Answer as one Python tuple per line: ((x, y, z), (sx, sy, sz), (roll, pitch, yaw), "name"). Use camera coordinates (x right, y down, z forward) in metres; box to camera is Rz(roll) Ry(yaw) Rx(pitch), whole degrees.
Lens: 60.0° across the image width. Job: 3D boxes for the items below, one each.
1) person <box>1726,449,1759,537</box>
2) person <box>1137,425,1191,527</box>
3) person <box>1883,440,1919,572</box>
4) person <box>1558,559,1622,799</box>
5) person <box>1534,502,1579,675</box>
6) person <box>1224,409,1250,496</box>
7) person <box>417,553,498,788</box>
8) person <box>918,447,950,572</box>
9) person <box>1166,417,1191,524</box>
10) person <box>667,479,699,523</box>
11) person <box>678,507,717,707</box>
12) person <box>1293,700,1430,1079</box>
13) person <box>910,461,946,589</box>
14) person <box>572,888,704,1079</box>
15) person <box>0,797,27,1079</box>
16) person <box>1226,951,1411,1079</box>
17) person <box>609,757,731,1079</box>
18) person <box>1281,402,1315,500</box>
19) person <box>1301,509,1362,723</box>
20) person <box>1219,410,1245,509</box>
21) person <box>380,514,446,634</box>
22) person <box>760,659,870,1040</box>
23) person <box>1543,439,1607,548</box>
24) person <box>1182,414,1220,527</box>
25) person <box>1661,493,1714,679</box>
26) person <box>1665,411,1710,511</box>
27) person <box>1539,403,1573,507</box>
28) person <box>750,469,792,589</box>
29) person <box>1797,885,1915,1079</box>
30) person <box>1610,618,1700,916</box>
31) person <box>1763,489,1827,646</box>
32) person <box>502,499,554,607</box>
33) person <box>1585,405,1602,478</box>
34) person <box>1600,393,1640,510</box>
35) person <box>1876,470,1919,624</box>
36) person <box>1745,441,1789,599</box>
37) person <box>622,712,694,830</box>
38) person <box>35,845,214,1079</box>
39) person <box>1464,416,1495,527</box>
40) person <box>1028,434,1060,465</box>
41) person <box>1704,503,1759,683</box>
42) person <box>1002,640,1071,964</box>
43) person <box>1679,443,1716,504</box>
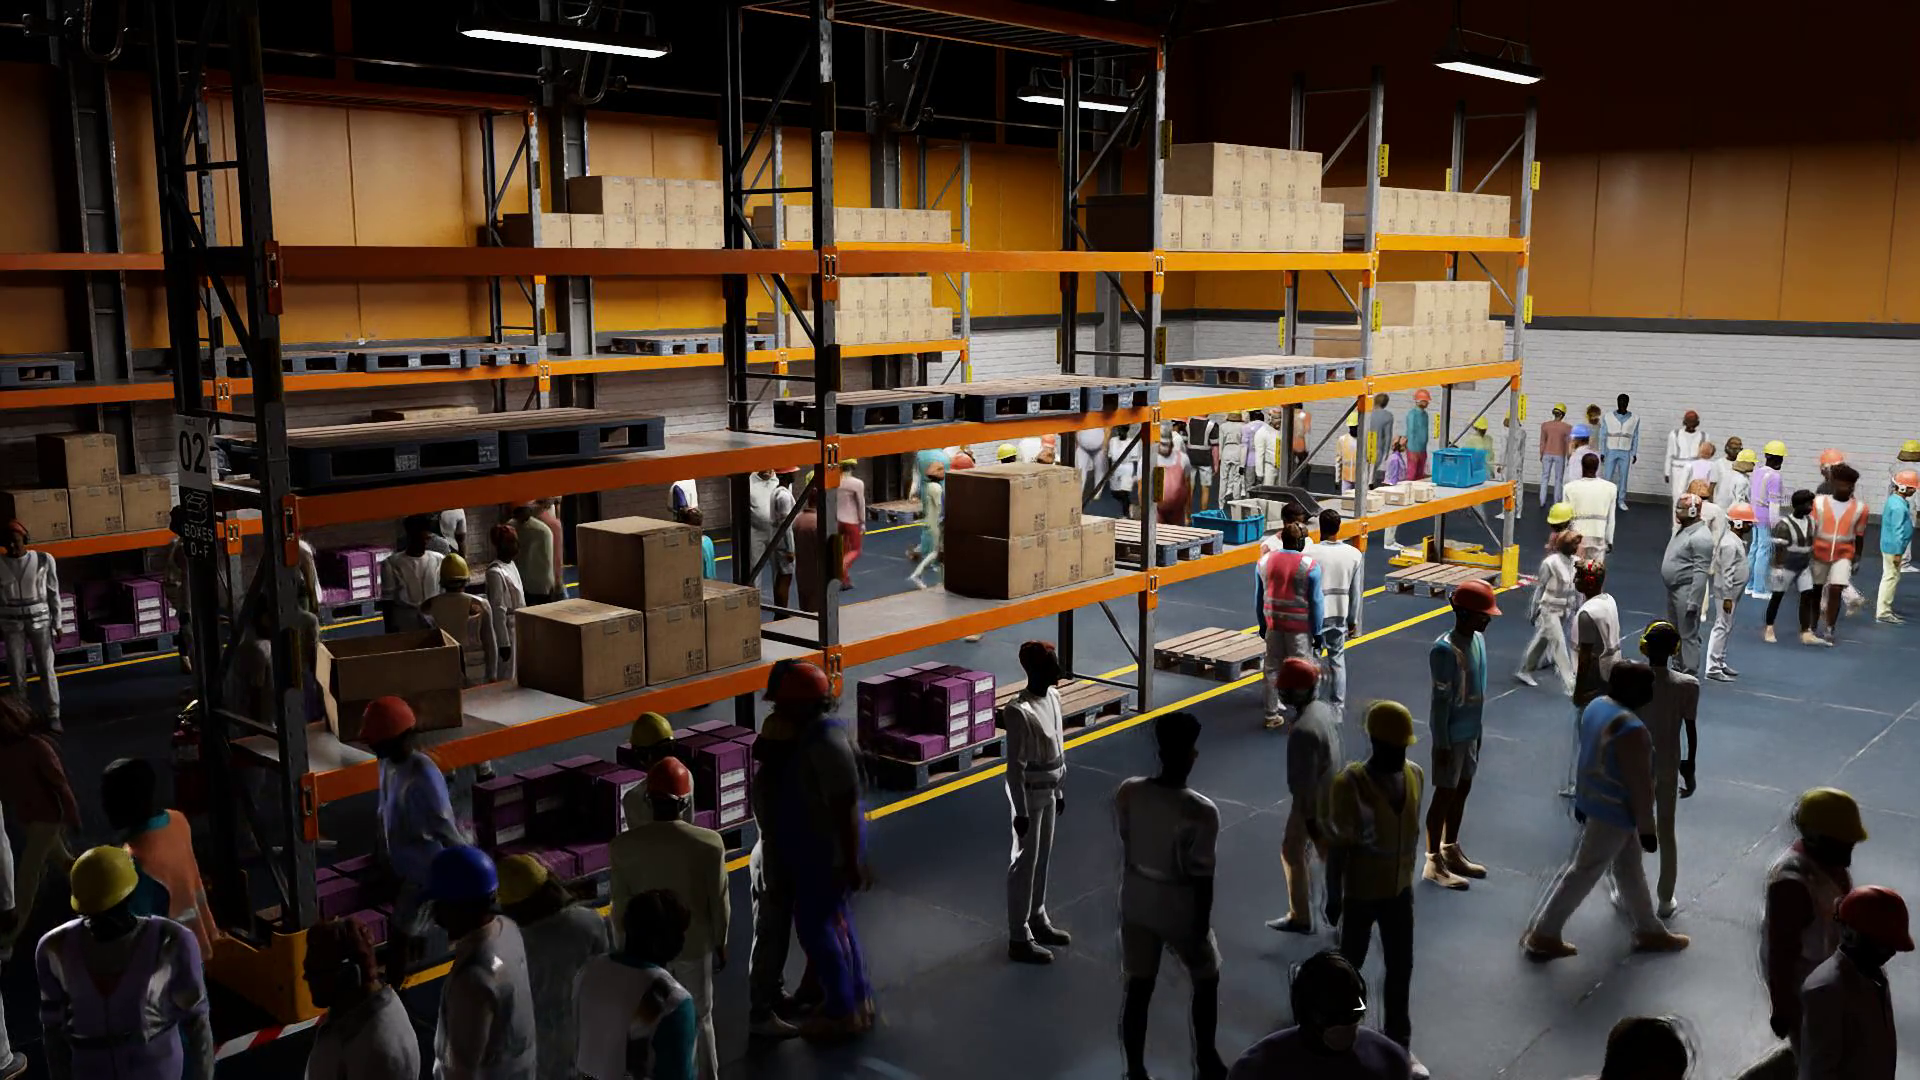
((9.780, -0.277, 20.856), (0.338, 1.733, 0.480), (3, 10, 19), "person")
((2.586, -0.474, 21.117), (0.694, 2.000, 0.683), (-1, 10, -5), "person")
((12.428, -0.451, 21.864), (0.311, 1.743, 0.493), (-4, 10, -24), "person")
((4.811, 1.053, 12.622), (0.393, 1.836, 0.561), (6, 11, 34), "person")
((5.880, 0.481, 16.336), (0.558, 1.728, 0.545), (-1, 10, -9), "person")
((4.850, -1.718, 28.878), (0.589, 1.927, 0.387), (5, 11, 26), "person")
((-3.865, 1.009, 12.869), (0.596, 1.837, 0.404), (-1, 10, -3), "person")
((-0.293, -0.531, 21.903), (0.396, 1.899, 0.667), (-5, 11, -28), "person")
((3.168, -0.948, 24.304), (0.388, 1.926, 0.548), (-1, 10, -6), "person")
((-3.251, -0.114, 19.572), (0.389, 1.838, 0.563), (0, 10, 2), "person")
((-2.401, 0.611, 15.215), (0.374, 1.843, 0.573), (1, 10, 8), "person")
((2.076, 1.713, 8.490), (0.596, 1.904, 0.810), (-5, 11, -27), "person")
((-0.314, -0.178, 20.638), (0.647, 1.618, 0.527), (-1, 10, -7), "person")
((-1.181, 2.170, 6.049), (0.663, 1.806, 0.510), (7, 12, 37), "person")
((-4.914, 1.783, 8.113), (0.576, 1.882, 0.355), (-2, 10, -14), "person")
((1.139, 2.228, 5.290), (0.629, 1.940, 0.373), (-3, 10, -17), "person")
((-1.365, 1.885, 7.882), (0.563, 1.753, 0.335), (0, 10, -2), "person")
((5.740, -1.581, 28.091), (0.652, 1.908, 0.621), (-9, 13, -44), "person")
((3.235, 0.678, 14.643), (0.598, 1.908, 0.402), (-3, 10, -15), "person")
((4.488, -1.357, 27.321), (0.492, 1.729, 0.324), (3, 10, 18), "person")
((-4.610, 0.739, 14.158), (0.606, 1.948, 0.383), (-8, 12, -40), "person")
((-0.755, 1.584, 8.826), (0.589, 2.000, 0.722), (-3, 10, -17), "person")
((8.757, -0.640, 23.433), (0.850, 1.595, 0.506), (1, 10, 3), "person")
((3.693, -1.193, 25.457), (0.615, 2.029, 0.409), (6, 11, 32), "person")
((6.802, 0.508, 15.655), (0.409, 1.908, 0.647), (1, 10, 4), "person")
((10.751, -0.960, 24.551), (0.595, 1.850, 0.877), (2, 10, 14), "person")
((9.826, -1.386, 27.427), (0.532, 1.754, 0.340), (7, 12, 37), "person")
((-2.240, -0.084, 19.224), (0.644, 1.898, 0.399), (-2, 10, -13), "person")
((3.393, 2.148, 6.342), (0.561, 1.742, 0.337), (-9, 13, -44), "person")
((4.311, 1.408, 10.369), (0.532, 1.876, 0.319), (3, 10, 17), "person")
((8.855, 0.300, 17.613), (0.567, 1.679, 0.642), (-3, 10, -20), "person")
((-4.137, 0.466, 15.782), (0.622, 1.955, 0.826), (4, 10, 23), "person")
((9.958, -1.245, 26.350), (0.562, 1.823, 0.504), (-6, 11, -32), "person")
((10.824, -1.451, 27.324), (0.592, 1.917, 0.392), (2, 10, 11), "person")
((10.561, 0.076, 18.726), (0.353, 1.739, 0.577), (4, 10, 25), "person")
((9.756, -0.243, 20.106), (0.394, 1.918, 0.585), (0, 10, 3), "person")
((-1.577, 1.757, 8.620), (0.322, 1.766, 0.532), (5, 11, 27), "person")
((-3.146, 2.082, 6.248), (0.617, 1.899, 0.753), (-2, 10, -12), "person")
((7.990, -1.072, 25.691), (0.556, 1.727, 0.628), (-4, 11, -25), "person")
((1.178, -0.621, 22.924), (0.572, 1.751, 0.394), (4, 10, 22), "person")
((7.505, 0.505, 16.151), (0.354, 1.744, 0.566), (6, 11, 32), "person")
((0.452, 1.509, 9.745), (0.352, 1.884, 0.579), (5, 11, 25), "person")
((10.149, -0.531, 22.824), (0.539, 1.588, 0.907), (9, 13, 44), "person")
